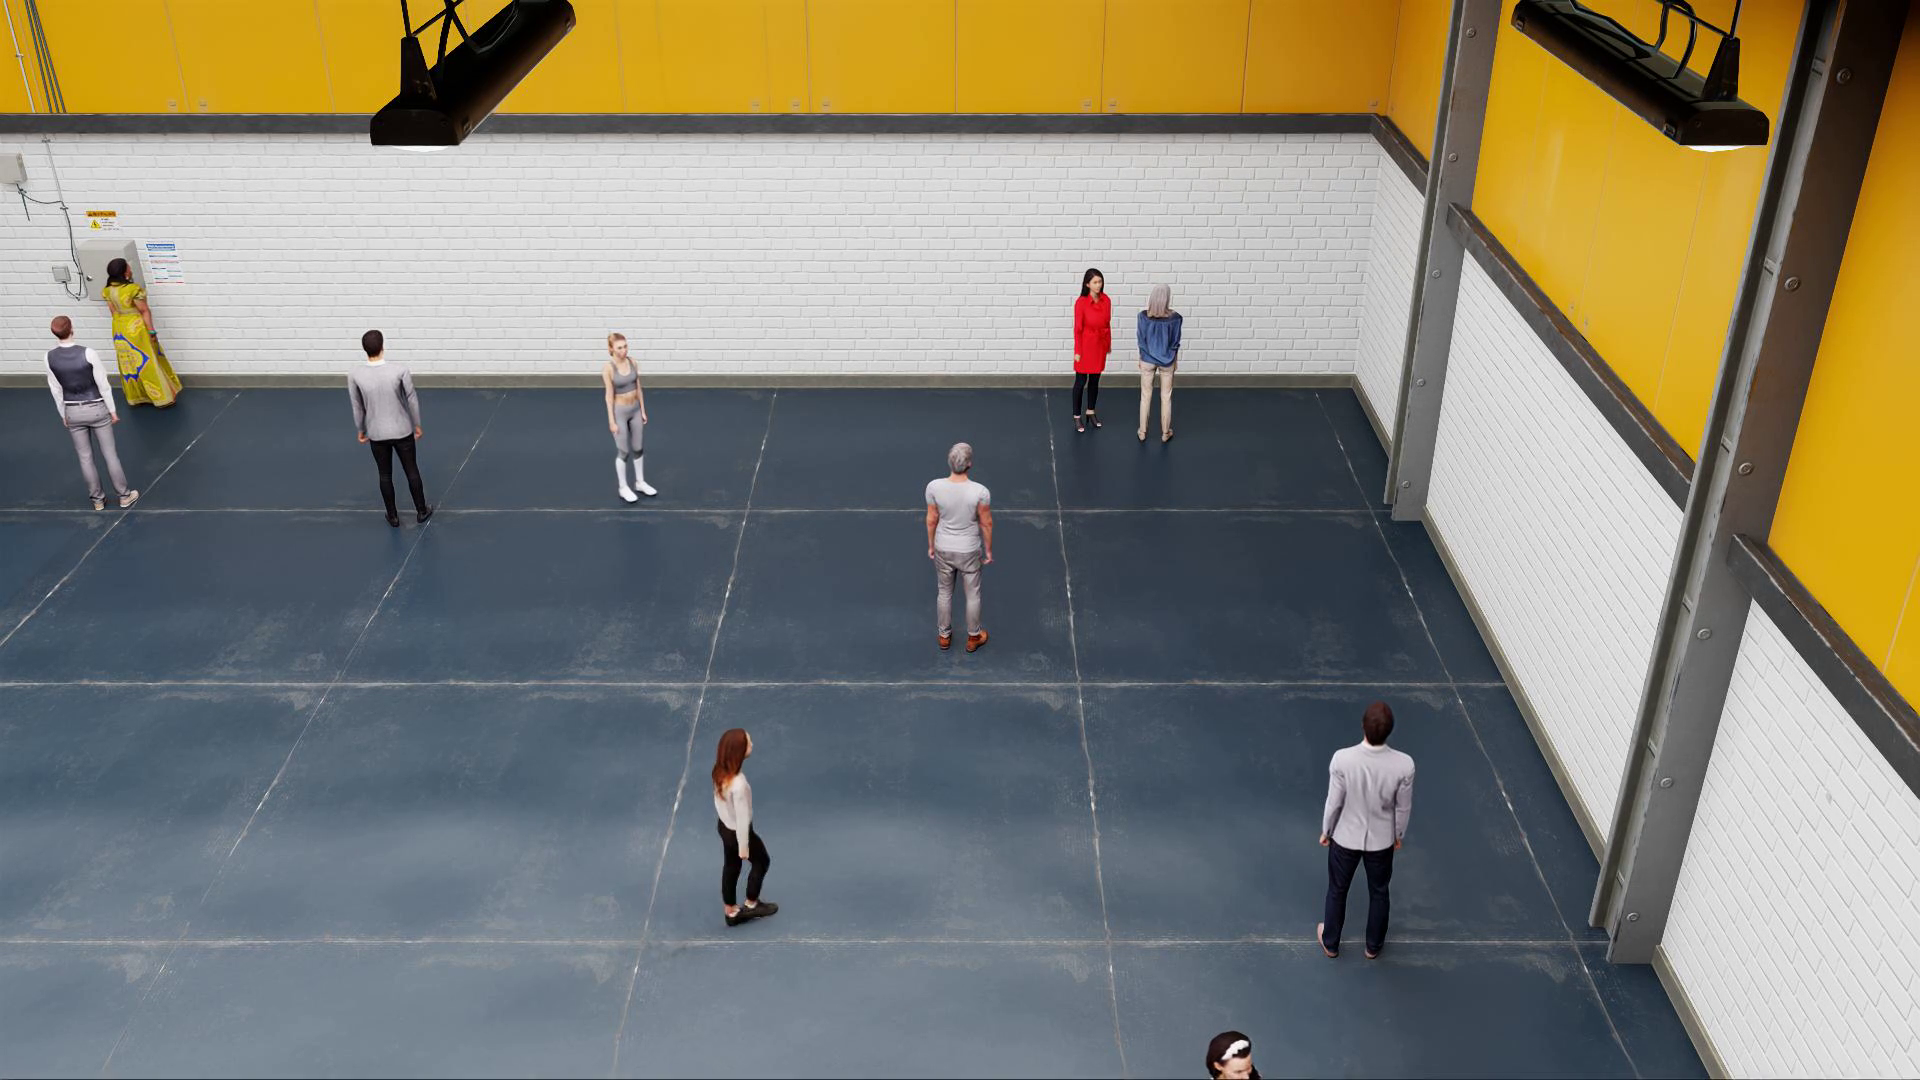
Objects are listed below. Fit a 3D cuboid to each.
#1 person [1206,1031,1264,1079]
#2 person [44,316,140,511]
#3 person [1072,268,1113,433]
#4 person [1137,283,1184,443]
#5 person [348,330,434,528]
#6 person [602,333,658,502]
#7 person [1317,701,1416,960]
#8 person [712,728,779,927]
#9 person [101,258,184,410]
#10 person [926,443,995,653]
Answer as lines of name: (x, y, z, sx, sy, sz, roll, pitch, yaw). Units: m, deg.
person: (1.233, 3.056, 7.964, 0.856, 1.819, 0.910, -21, 35, -33)
person: (-8.221, -1.206, 15.653, 0.702, 1.937, 0.635, -6, 29, -10)
person: (1.355, -1.980, 17.272, 0.731, 1.747, 0.768, -16, 32, -27)
person: (2.028, -1.820, 17.029, 0.637, 1.697, 0.600, 4, 29, 7)
person: (-5.266, -1.026, 15.339, 0.793, 1.923, 0.715, -6, 29, -11)
person: (-3.197, -1.190, 15.870, 0.710, 1.702, 0.641, 23, 36, 36)
person: (2.482, 1.801, 10.230, 0.701, 1.852, 0.621, 4, 29, 7)
person: (-1.474, 1.853, 10.527, 0.734, 1.476, 0.649, -16, 32, -26)
person: (-8.830, -2.215, 17.793, 0.949, 1.660, 0.908, 8, 30, 14)
person: (-0.011, 0.066, 13.434, 0.737, 1.830, 0.624, 6, 29, 10)
